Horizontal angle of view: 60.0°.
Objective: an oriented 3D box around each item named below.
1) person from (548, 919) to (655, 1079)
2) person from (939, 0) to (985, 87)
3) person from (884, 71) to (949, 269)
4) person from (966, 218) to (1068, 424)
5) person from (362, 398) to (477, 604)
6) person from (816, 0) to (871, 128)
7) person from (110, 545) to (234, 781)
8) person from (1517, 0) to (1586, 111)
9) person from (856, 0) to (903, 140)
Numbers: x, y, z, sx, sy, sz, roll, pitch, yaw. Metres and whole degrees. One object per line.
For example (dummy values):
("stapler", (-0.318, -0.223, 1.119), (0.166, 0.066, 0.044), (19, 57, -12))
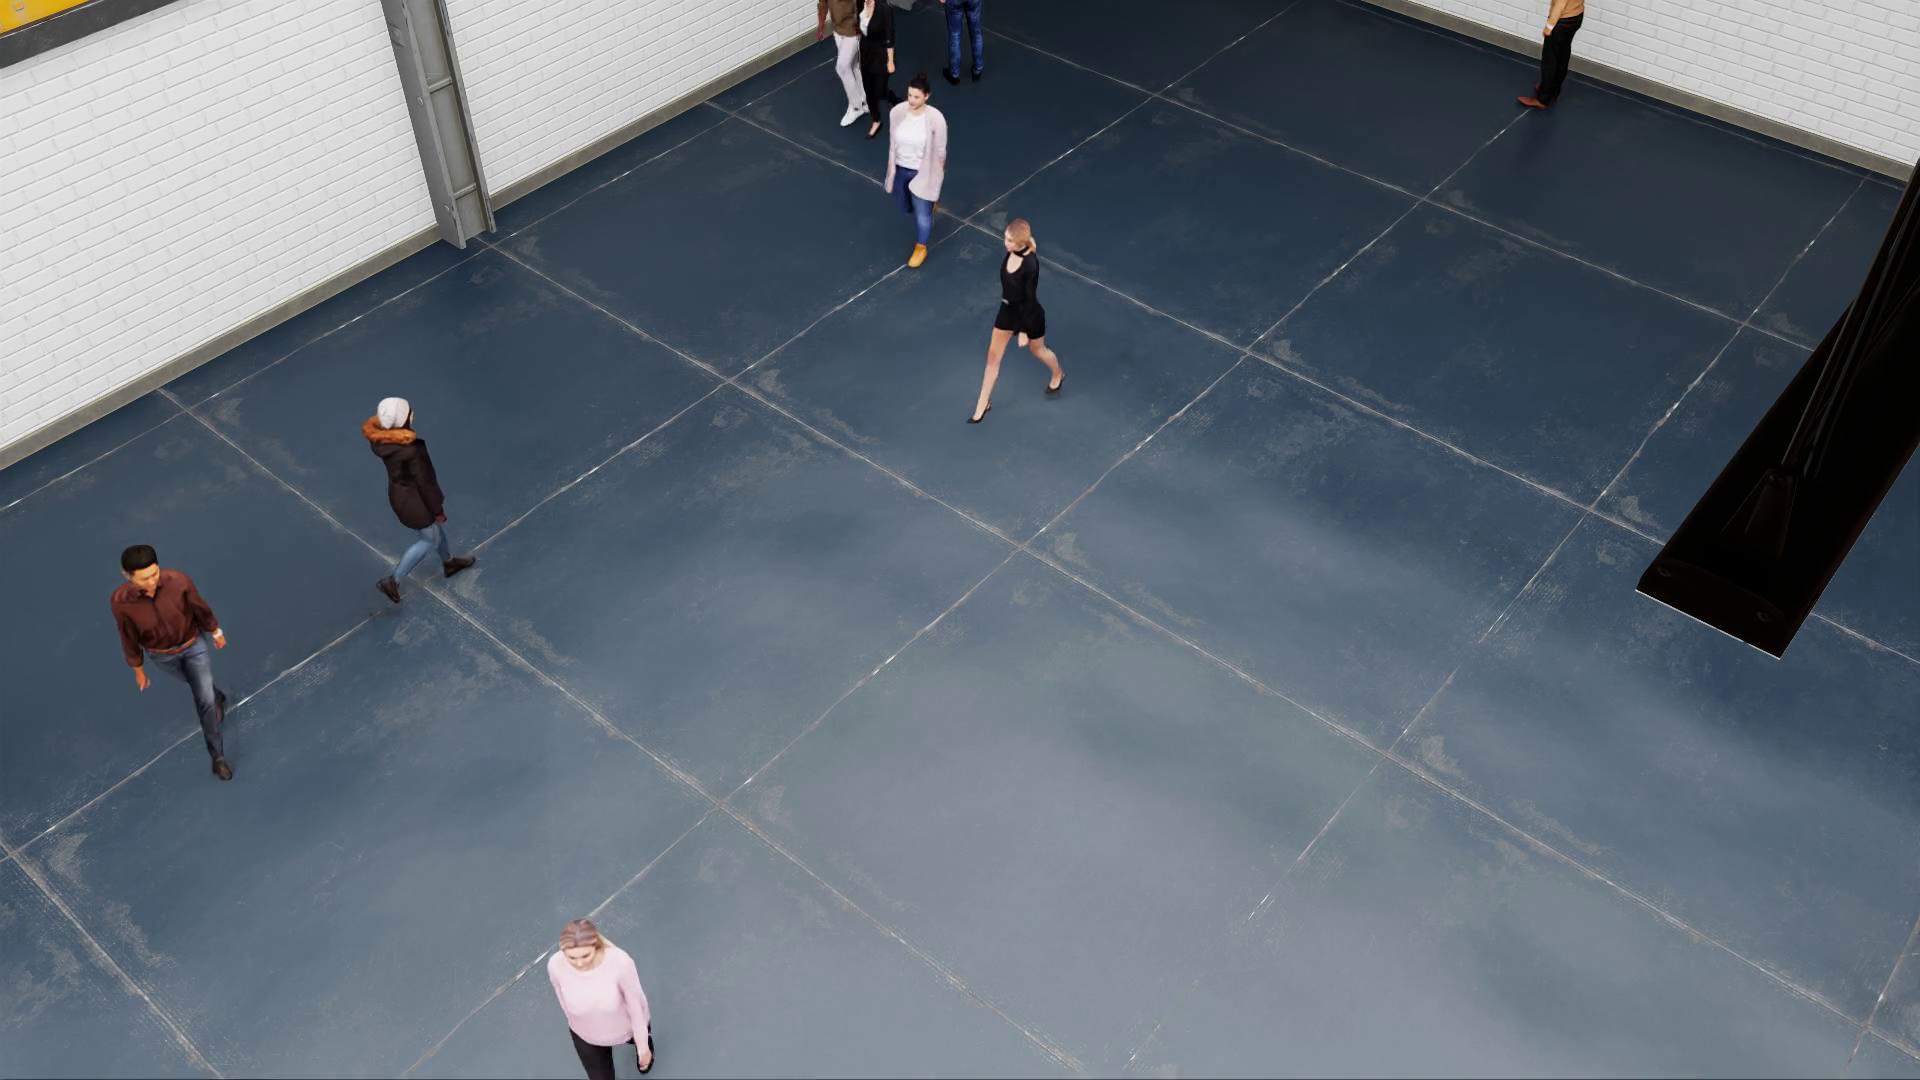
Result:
("person", (-1.739, 2.343, 8.349), (1.094, 1.643, 1.157), (-3, 44, -3))
("person", (0.034, -5.372, 16.267), (0.707, 1.893, 0.823), (-12, 45, -12))
("person", (-0.329, -3.186, 14.089), (0.811, 1.732, 0.942), (20, 47, 20))
("person", (0.527, -1.657, 12.502), (1.216, 1.708, 0.834), (-24, 49, -23))
("person", (-3.700, -0.245, 11.086), (0.985, 1.615, 0.715), (-32, 52, -29))
("person", (-1.000, -4.873, 15.816), (0.769, 1.793, 0.817), (-31, 52, -28))
("person", (-4.771, 0.607, 10.115), (1.142, 1.721, 1.042), (-18, 46, -18))
("person", (5.806, -5.009, 15.986), (0.716, 1.754, 0.527), (33, 52, 30))
("person", (-0.726, -4.543, 15.575), (0.612, 1.647, 0.698), (31, 52, 29))
